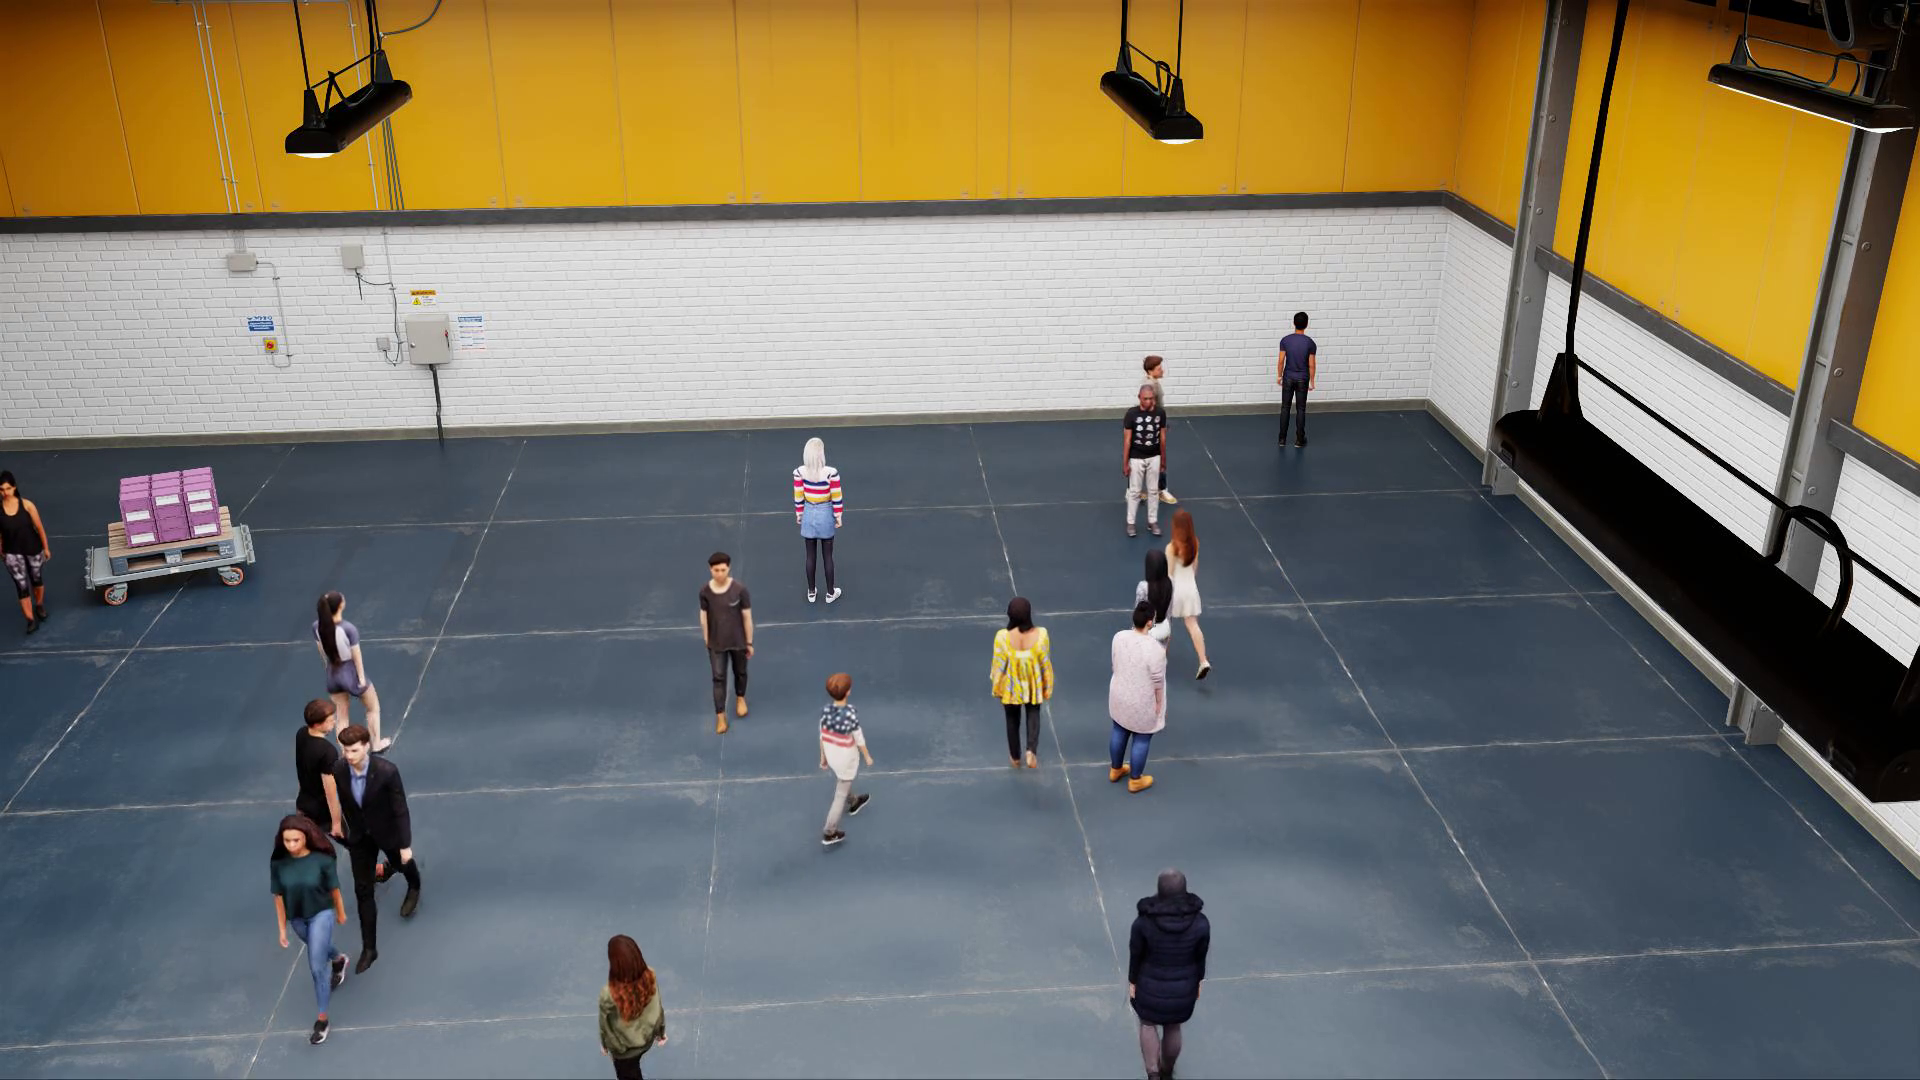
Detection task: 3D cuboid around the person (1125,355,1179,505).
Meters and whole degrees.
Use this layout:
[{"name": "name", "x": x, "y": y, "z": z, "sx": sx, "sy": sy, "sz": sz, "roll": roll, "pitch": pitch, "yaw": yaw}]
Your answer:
[{"name": "person", "x": 2.222, "y": -1.302, "z": 19.773, "sx": 0.838, "sy": 1.858, "sz": 0.838, "roll": -2, "pitch": 24, "yaw": -5}]

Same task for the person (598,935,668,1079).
[{"name": "person", "x": -1.954, "y": 3.113, "z": 10.187, "sx": 0.995, "sy": 1.447, "sz": 0.965, "roll": 17, "pitch": 29, "yaw": 34}]

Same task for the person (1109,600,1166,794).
[{"name": "person", "x": 1.462, "y": 1.298, "z": 13.967, "sx": 0.789, "sy": 1.744, "sz": 0.856, "roll": 20, "pitch": 31, "yaw": 38}]

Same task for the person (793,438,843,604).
[{"name": "person", "x": -1.485, "y": -0.217, "z": 17.353, "sx": 0.698, "sy": 1.808, "sz": 0.592, "roll": 4, "pitch": 24, "yaw": 8}]

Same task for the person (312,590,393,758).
[{"name": "person", "x": -5.319, "y": 1.225, "z": 14.266, "sx": 0.731, "sy": 1.639, "sz": 0.813, "roll": 5, "pitch": 24, "yaw": 12}]

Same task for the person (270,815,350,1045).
[{"name": "person", "x": -4.412, "y": 2.527, "z": 11.364, "sx": 0.659, "sy": 1.578, "sz": 1.114, "roll": 0, "pitch": 24, "yaw": 0}]

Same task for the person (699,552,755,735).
[{"name": "person", "x": -2.084, "y": 0.855, "z": 15.063, "sx": 0.649, "sy": 1.679, "sz": 0.951, "roll": -2, "pitch": 24, "yaw": -4}]

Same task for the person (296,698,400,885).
[{"name": "person", "x": -4.786, "y": 2.025, "z": 12.239, "sx": 1.165, "sy": 1.797, "sz": 1.262, "roll": 15, "pitch": 28, "yaw": 31}]

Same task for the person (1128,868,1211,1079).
[{"name": "person", "x": 1.313, "y": 2.847, "z": 10.520, "sx": 0.710, "sy": 1.668, "sz": 0.845, "roll": 0, "pitch": 24, "yaw": 1}]

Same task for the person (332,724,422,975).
[{"name": "person", "x": -4.178, "y": 2.085, "z": 12.059, "sx": 0.822, "sy": 1.831, "sz": 1.330, "roll": 2, "pitch": 24, "yaw": 4}]

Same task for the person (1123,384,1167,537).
[{"name": "person", "x": 2.105, "y": -0.930, "z": 18.992, "sx": 0.668, "sy": 1.801, "sz": 0.620, "roll": -4, "pitch": 24, "yaw": -8}]

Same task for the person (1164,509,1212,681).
[{"name": "person", "x": 2.145, "y": 0.532, "z": 15.793, "sx": 0.773, "sy": 1.686, "sz": 1.129, "roll": -10, "pitch": 25, "yaw": -21}]

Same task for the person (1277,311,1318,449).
[{"name": "person", "x": 4.369, "y": -2.095, "z": 21.673, "sx": 0.716, "sy": 1.790, "sz": 0.664, "roll": 7, "pitch": 25, "yaw": 16}]

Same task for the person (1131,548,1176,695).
[{"name": "person", "x": 1.755, "y": 0.912, "z": 14.899, "sx": 0.803, "sy": 1.705, "sz": 0.915, "roll": -12, "pitch": 26, "yaw": -25}]

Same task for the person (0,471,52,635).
[{"name": "person", "x": -9.515, "y": 0.075, "z": 16.899, "sx": 0.868, "sy": 1.638, "sz": 1.067, "roll": -14, "pitch": 27, "yaw": -29}]

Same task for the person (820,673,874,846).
[{"name": "person", "x": -0.975, "y": 1.767, "z": 13.316, "sx": 0.920, "sy": 1.406, "sz": 1.017, "roll": 16, "pitch": 28, "yaw": 32}]

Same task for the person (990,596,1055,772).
[{"name": "person", "x": 0.535, "y": 1.277, "z": 14.138, "sx": 0.676, "sy": 1.646, "sz": 0.706, "roll": -2, "pitch": 24, "yaw": -4}]
